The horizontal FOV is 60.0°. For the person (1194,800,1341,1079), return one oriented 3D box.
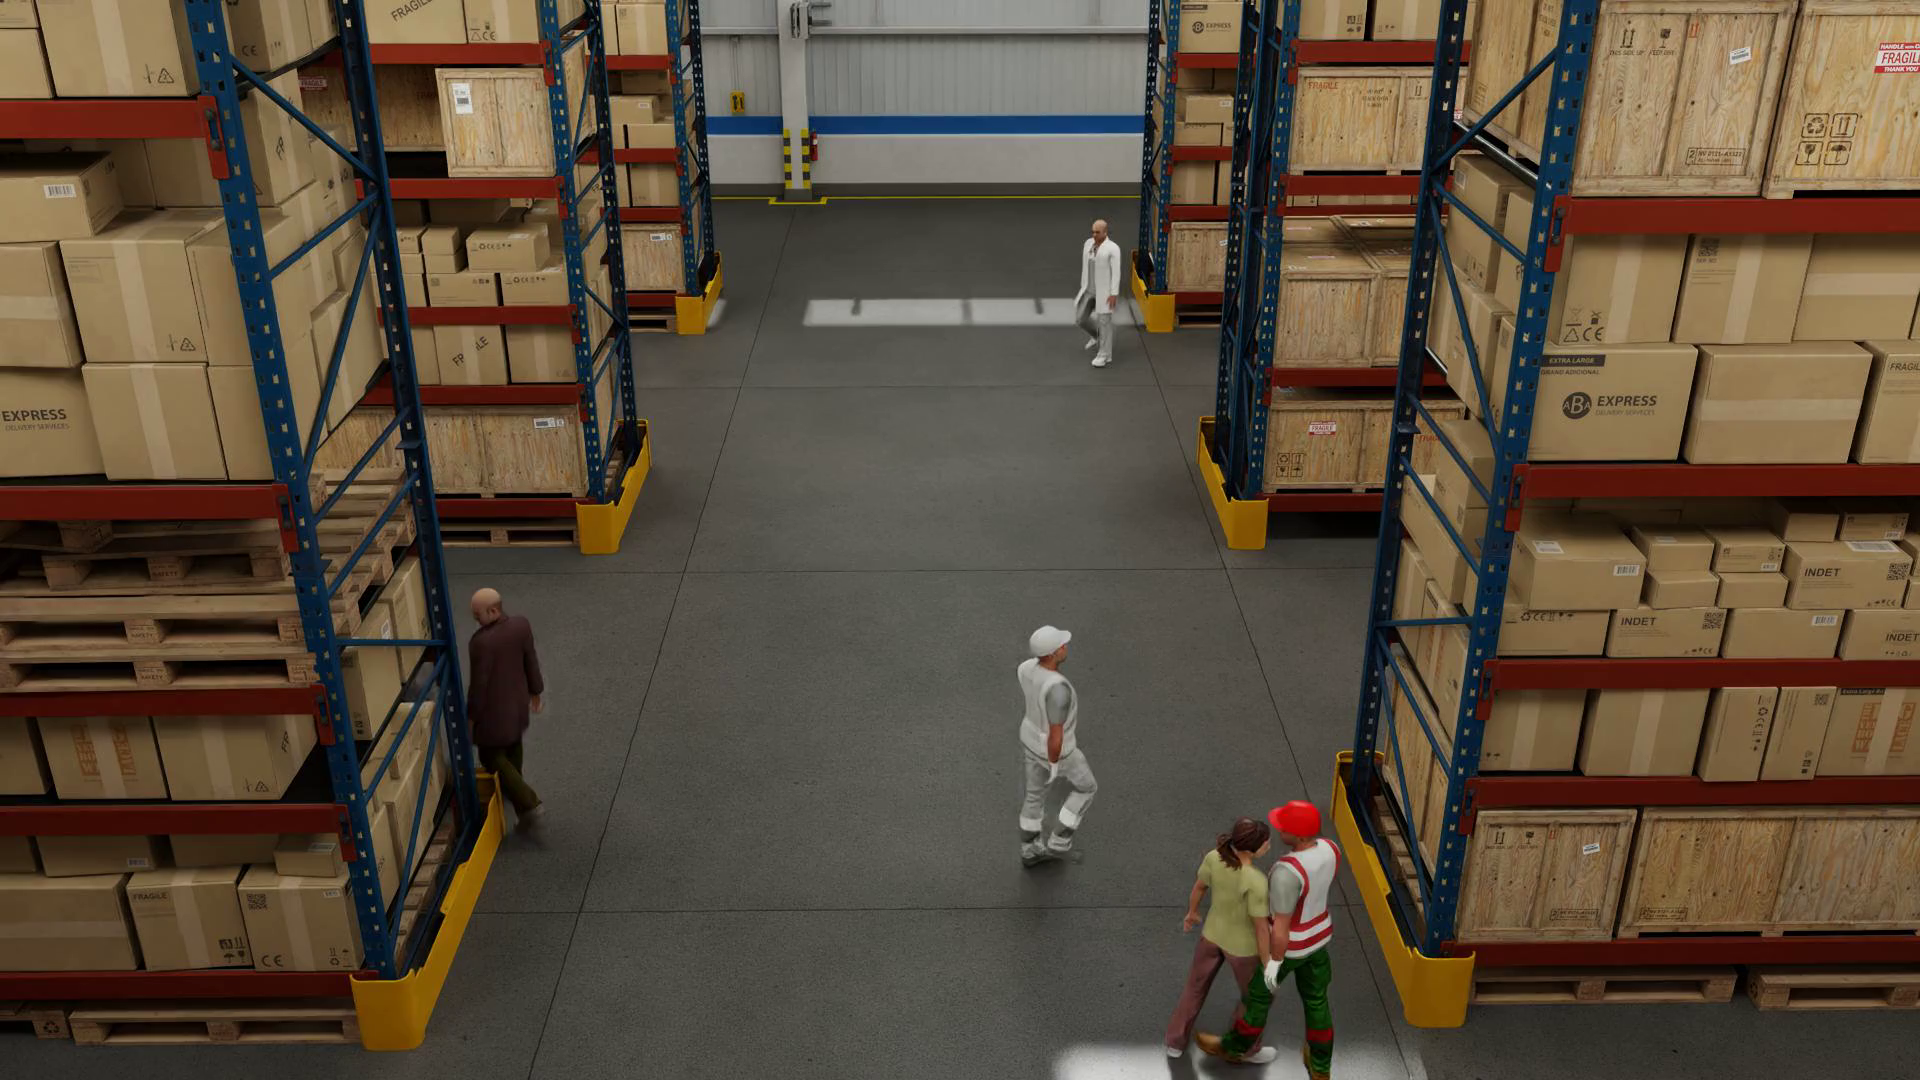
[{"bbox_3d":[1.774,2.178,9.167,0.632,1.779,0.655,-16,30,-31],"label":"person"}]

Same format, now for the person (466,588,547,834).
[{"bbox_3d":[-3.151,1.184,11.472,0.890,1.637,0.631,13,28,26],"label":"person"}]

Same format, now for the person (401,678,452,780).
[{"bbox_3d":[-3.886,1.138,11.589,0.711,1.634,0.586,-5,25,-10],"label":"person"}]

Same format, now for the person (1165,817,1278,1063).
[{"bbox_3d":[1.511,2.230,9.227,0.718,1.682,0.496,23,33,40],"label":"person"}]

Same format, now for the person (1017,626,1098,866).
[{"bbox_3d":[0.631,1.339,10.931,0.467,1.778,0.524,-15,29,-29],"label":"person"}]

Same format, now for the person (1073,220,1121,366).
[{"bbox_3d":[1.726,-3.052,20.348,0.641,1.782,0.580,21,32,38],"label":"person"}]
